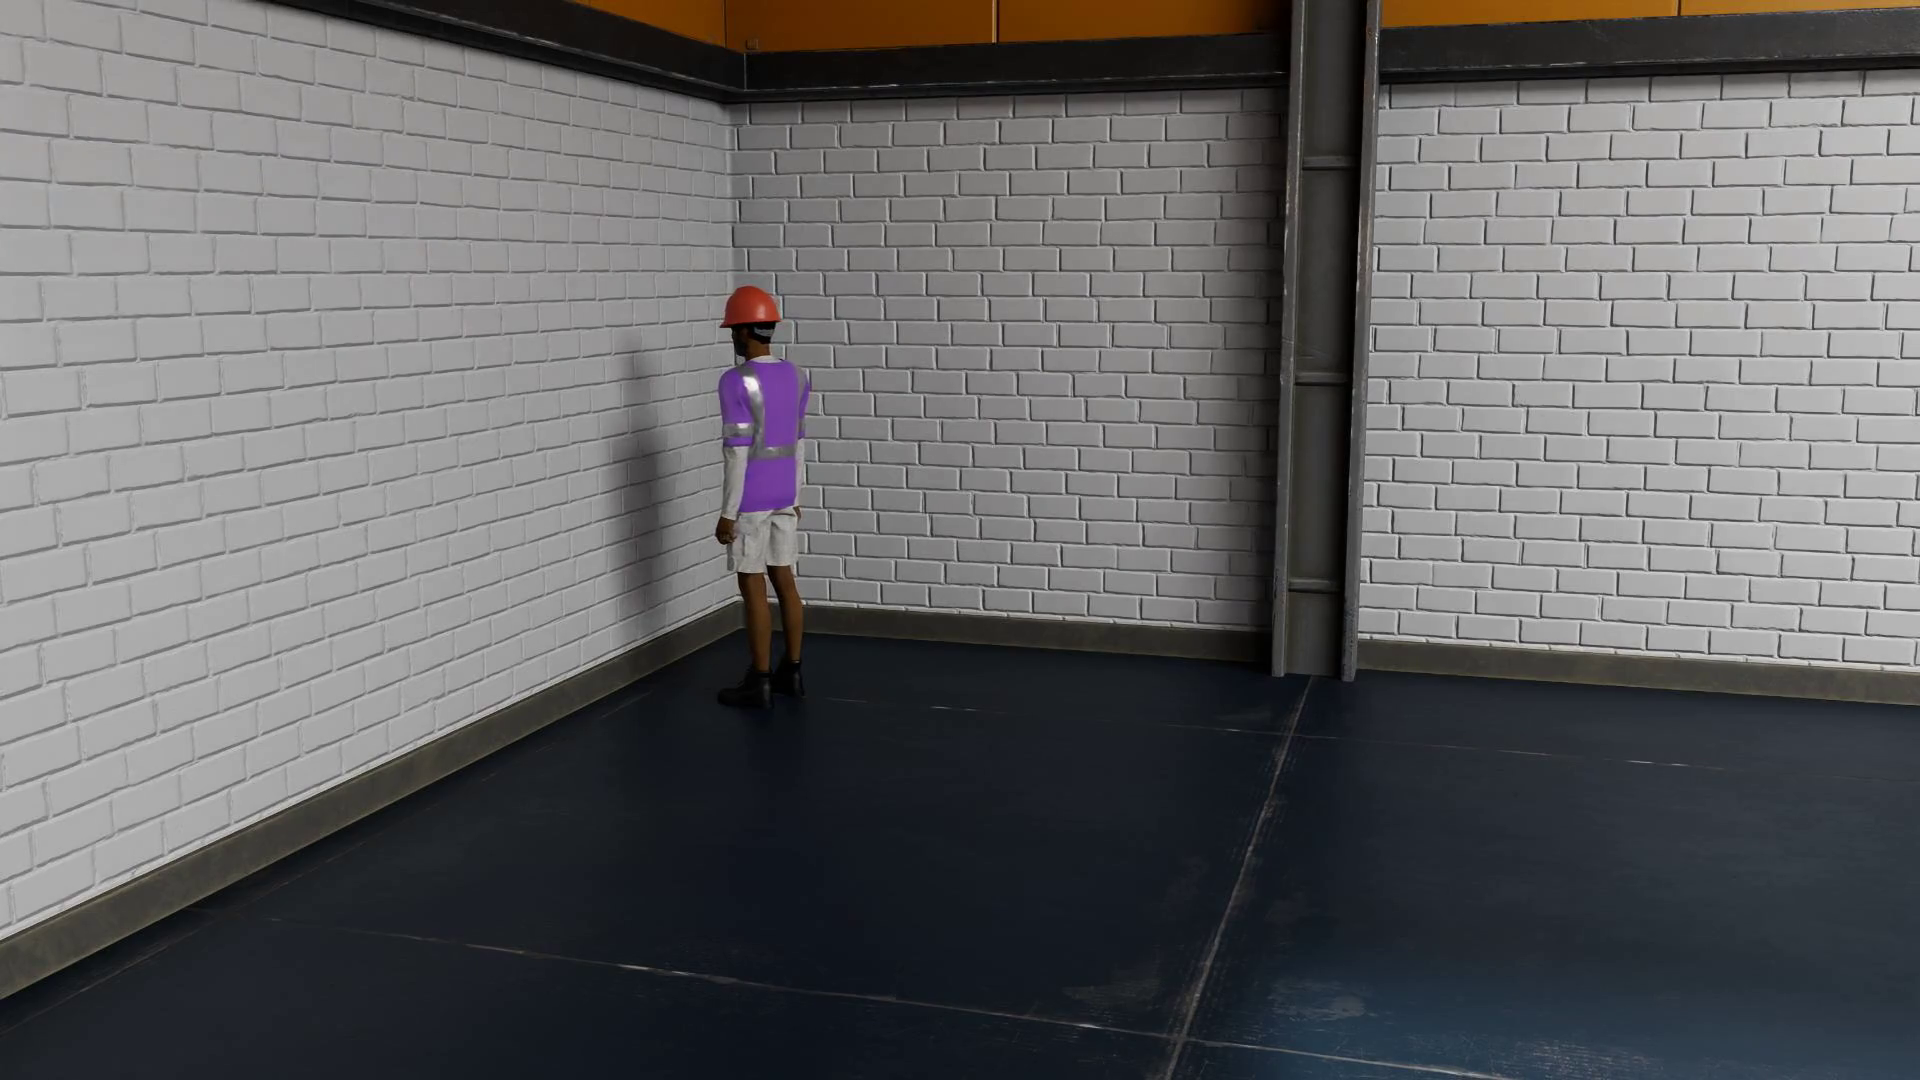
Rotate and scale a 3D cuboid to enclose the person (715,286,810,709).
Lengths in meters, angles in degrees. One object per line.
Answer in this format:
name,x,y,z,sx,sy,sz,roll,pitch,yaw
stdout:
person,-0.939,-0.194,7.678,0.365,1.934,0.553,6,11,32
